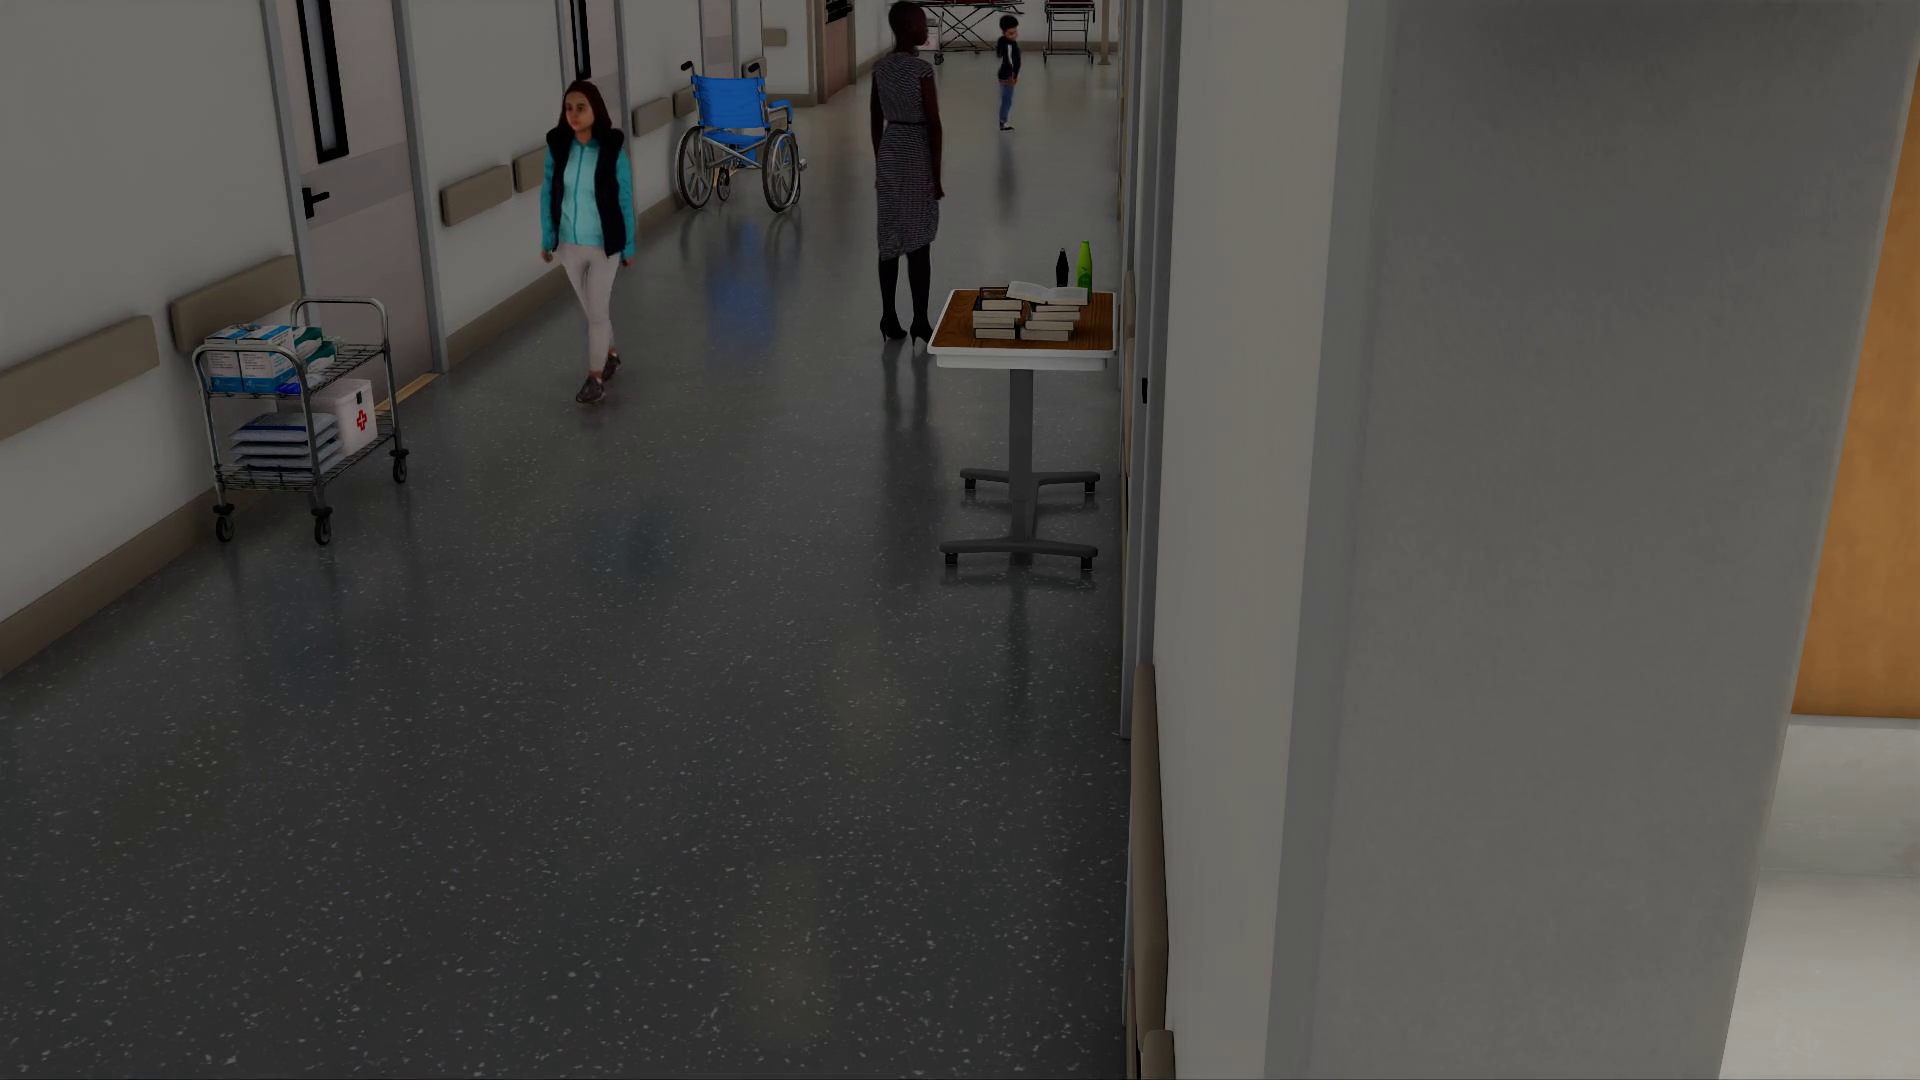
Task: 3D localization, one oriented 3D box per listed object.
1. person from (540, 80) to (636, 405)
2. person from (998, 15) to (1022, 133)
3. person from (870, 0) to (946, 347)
[{"bbox_3d":[-1.762,-1.444,8.005,0.631,1.481,0.898,4,21,9],"label":"person"},{"bbox_3d":[0.502,-4.950,17.658,0.709,1.200,0.394,-2,21,-6],"label":"person"},{"bbox_3d":[-0.288,-1.936,8.873,0.692,1.787,0.713,16,26,37],"label":"person"}]
